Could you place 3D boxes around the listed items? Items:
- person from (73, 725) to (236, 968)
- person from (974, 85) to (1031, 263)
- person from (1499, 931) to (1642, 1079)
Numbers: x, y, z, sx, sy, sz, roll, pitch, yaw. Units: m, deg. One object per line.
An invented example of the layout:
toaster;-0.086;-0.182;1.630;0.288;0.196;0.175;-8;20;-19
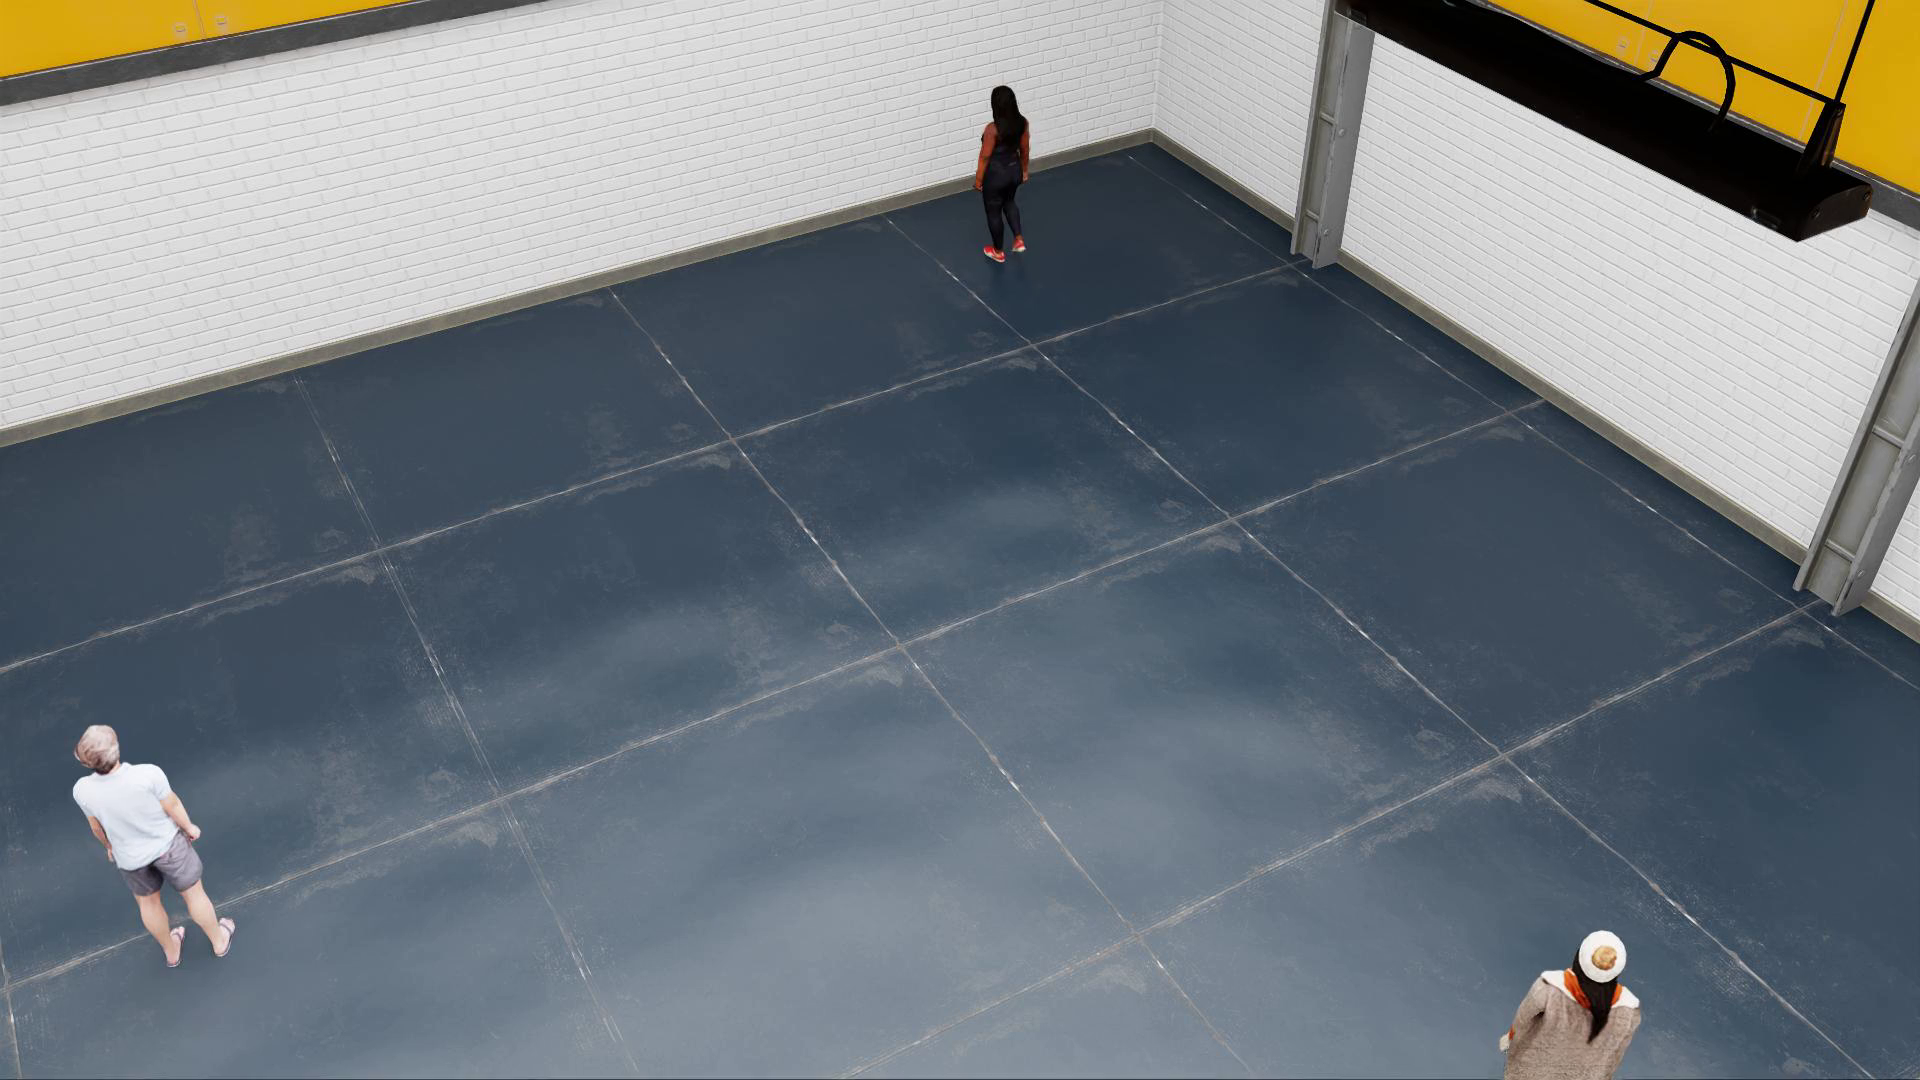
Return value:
person;-4.582;1.753;9.374;0.709;1.832;0.675;-9;39;-11
person;0.446;-3.455;15.918;0.709;1.803;0.717;-24;44;-27
person;2.952;2.639;8.241;1.137;1.861;1.211;8;39;10
